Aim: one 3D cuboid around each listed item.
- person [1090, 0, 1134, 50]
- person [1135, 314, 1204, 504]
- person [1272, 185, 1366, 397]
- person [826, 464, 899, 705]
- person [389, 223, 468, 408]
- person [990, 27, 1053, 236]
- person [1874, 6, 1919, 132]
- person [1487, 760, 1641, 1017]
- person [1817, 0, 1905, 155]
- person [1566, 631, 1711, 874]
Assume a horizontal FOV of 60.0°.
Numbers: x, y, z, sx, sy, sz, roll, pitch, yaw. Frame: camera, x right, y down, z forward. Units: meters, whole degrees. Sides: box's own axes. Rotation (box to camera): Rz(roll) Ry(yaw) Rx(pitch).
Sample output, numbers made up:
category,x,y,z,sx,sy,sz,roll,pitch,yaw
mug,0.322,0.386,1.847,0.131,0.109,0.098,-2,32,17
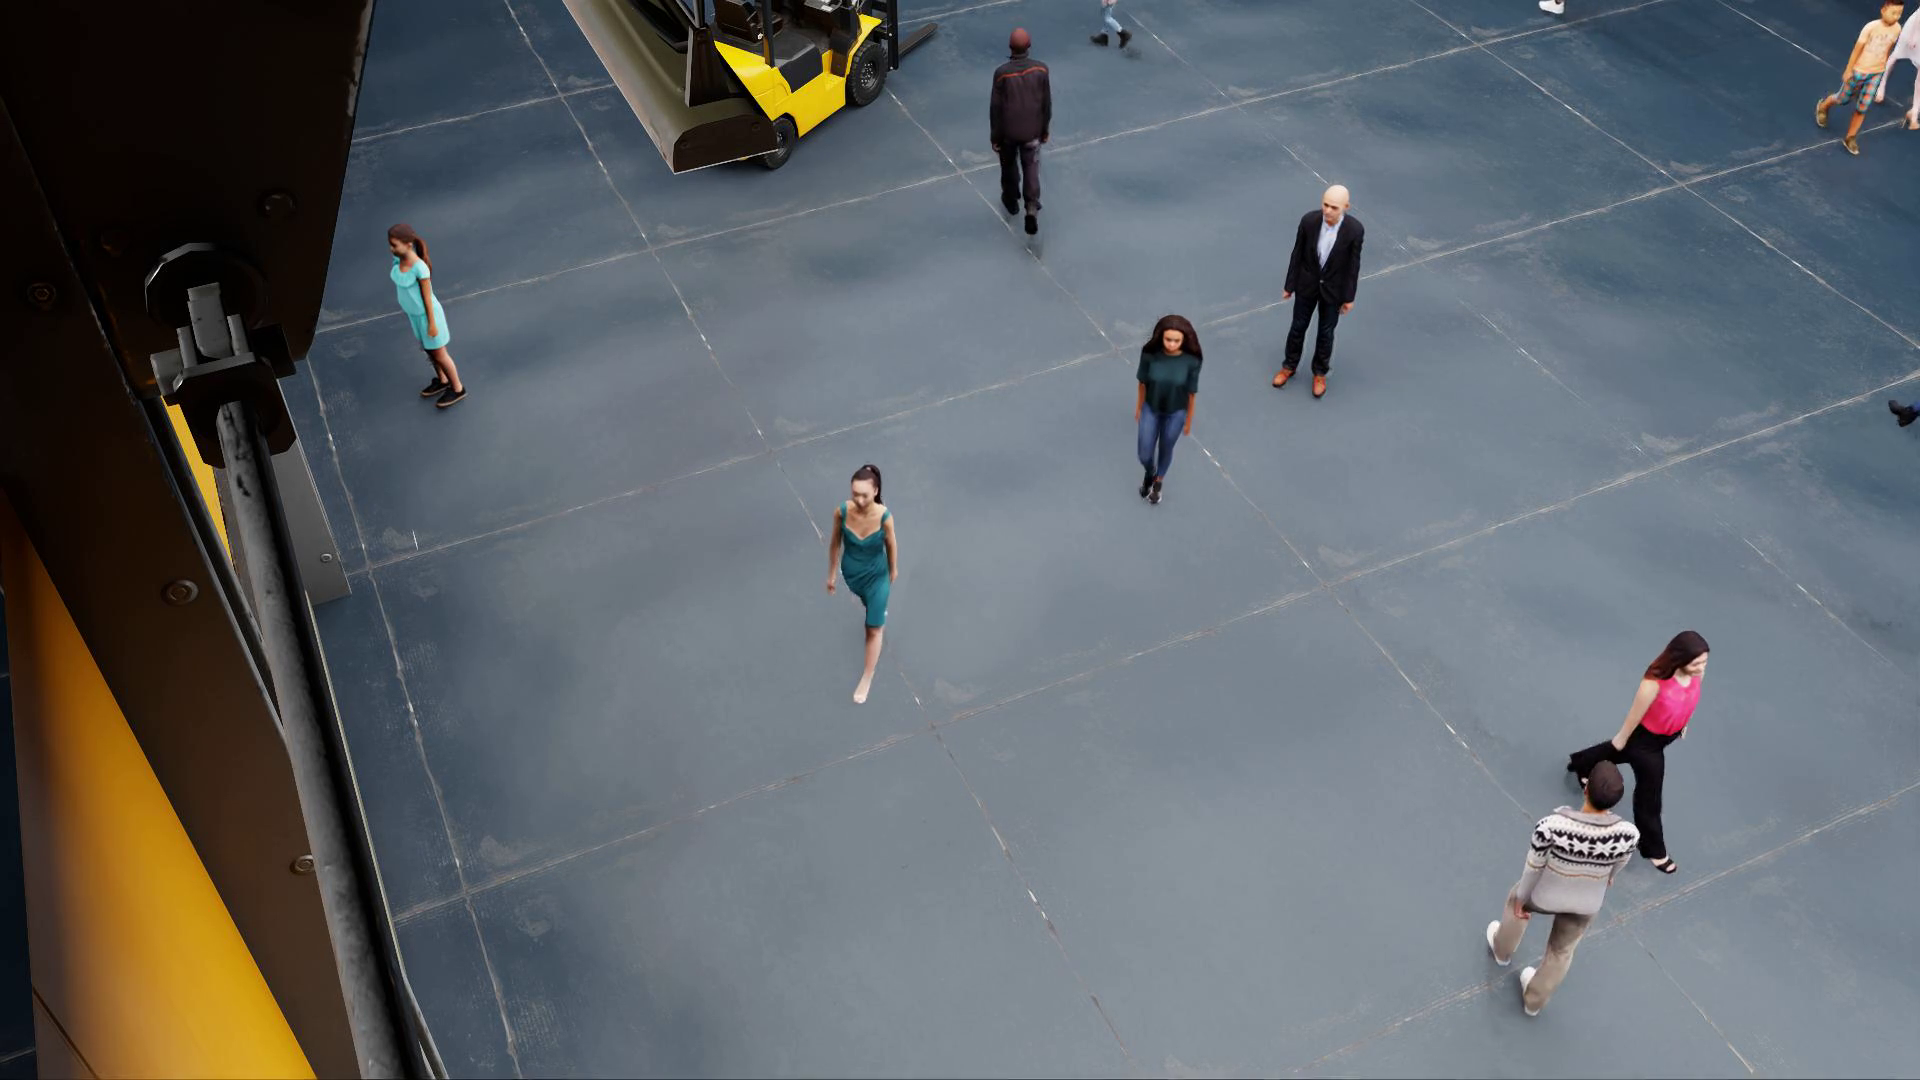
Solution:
category,x,y,z,sx,sy,sz,roll,pitch,yaw
person,1.566,-5.538,16.876,0.804,1.184,0.704,22,48,22
person,1.458,-0.968,11.769,0.731,1.610,0.781,9,44,9
person,2.743,-1.920,12.632,0.753,1.797,0.823,16,46,16
person,-0.581,0.162,10.563,0.981,1.636,1.083,11,45,11
person,-4.055,-1.717,12.593,0.668,1.559,0.556,-33,52,-30
person,0.540,-3.472,14.264,0.908,1.794,1.162,-6,44,-6
person,9.053,-4.835,15.731,0.921,1.743,1.199,1,44,1
person,3.136,1.877,8.618,0.919,1.837,0.984,9,44,9
person,8.395,-4.398,15.492,0.778,1.440,1.021,-1,44,-1
person,3.927,1.093,9.604,0.688,1.613,1.148,-23,48,-22
